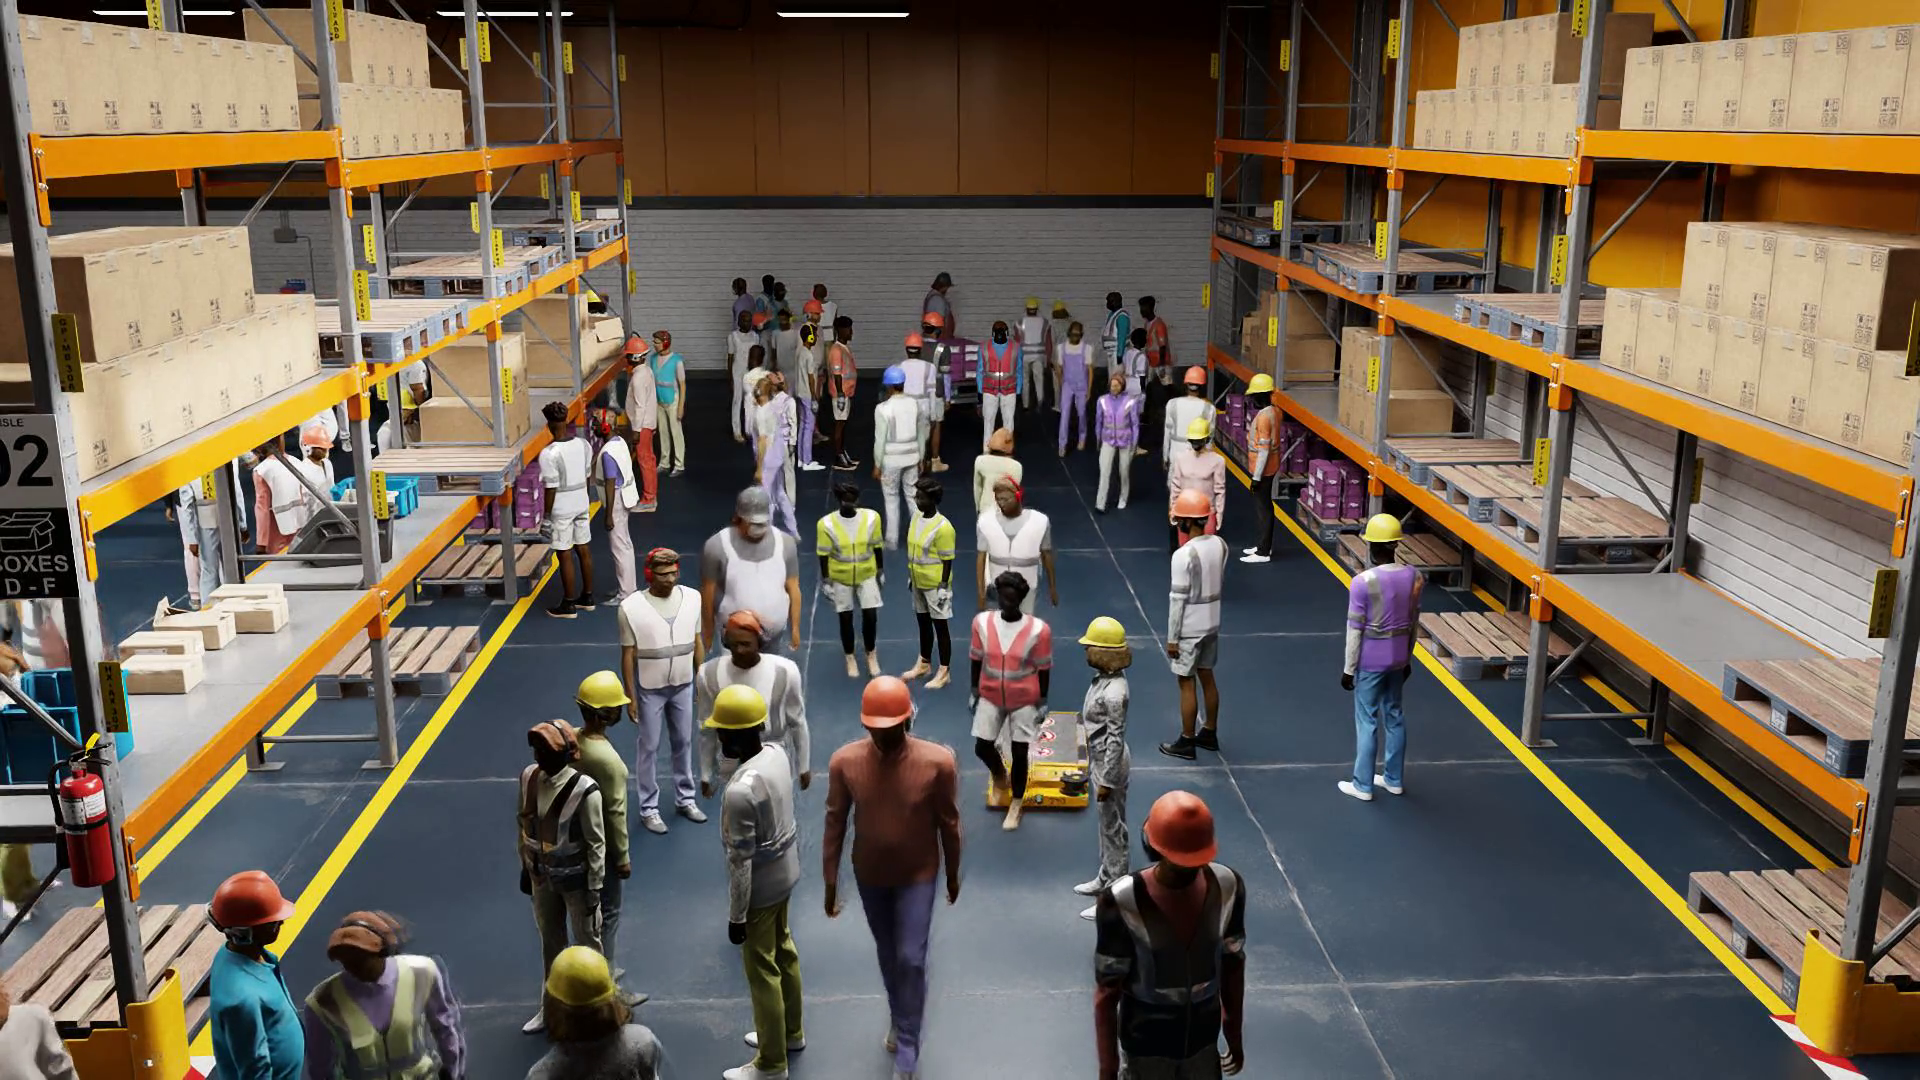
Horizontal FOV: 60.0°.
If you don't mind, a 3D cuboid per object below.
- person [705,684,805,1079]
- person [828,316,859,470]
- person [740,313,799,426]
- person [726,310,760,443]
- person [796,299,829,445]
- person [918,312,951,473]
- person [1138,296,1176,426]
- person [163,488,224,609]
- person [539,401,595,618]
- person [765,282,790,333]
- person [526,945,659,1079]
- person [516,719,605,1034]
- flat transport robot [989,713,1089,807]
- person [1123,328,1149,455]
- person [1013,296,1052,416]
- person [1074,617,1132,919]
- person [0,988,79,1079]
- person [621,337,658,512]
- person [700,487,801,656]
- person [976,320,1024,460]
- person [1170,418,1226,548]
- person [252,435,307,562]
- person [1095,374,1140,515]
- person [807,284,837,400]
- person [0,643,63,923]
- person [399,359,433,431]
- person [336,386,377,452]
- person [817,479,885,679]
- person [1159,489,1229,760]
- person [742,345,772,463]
[{"bbox_3d":[-0.959,1.589,7.738,0.409,1.918,0.584,3,15,11],"label":"person"},{"bbox_3d":[-1.494,-1.892,21.293,0.367,1.966,0.606,1,14,3],"label":"person"},{"bbox_3d":[-2.812,-2.447,24.081,0.976,1.661,0.574,2,14,9],"label":"person"},{"bbox_3d":[-2.974,-2.263,23.012,0.504,1.839,0.348,-10,17,-33],"label":"person"},{"bbox_3d":[-2.025,-2.321,22.921,0.391,1.995,0.613,6,16,23],"label":"person"},{"bbox_3d":[-0.350,-1.872,21.094,0.601,2.036,0.407,9,17,32],"label":"person"},{"bbox_3d":[2.876,-2.594,24.197,0.717,1.911,0.612,-6,15,-22],"label":"person"},{"bbox_3d":[-6.955,-0.361,15.231,0.622,1.989,0.399,-6,15,-21],"label":"person"},{"bbox_3d":[-3.542,-0.272,14.946,0.375,1.959,0.600,8,16,28],"label":"person"},{"bbox_3d":[-2.939,-3.265,26.950,0.368,1.836,0.531,10,18,35],"label":"person"},{"bbox_3d":[-1.249,2.195,5.715,0.502,1.732,0.334,-10,17,-34],"label":"person"},{"bbox_3d":[-1.925,1.645,8.059,0.514,1.641,0.309,7,16,27],"label":"person"},{"bbox_3d":[0.552,1.469,11.481,0.652,0.197,1.431,1,14,3],"label":"flat transport robot"},{"bbox_3d":[2.351,-1.989,22.228,0.317,1.691,0.534,-5,15,-19],"label":"person"},{"bbox_3d":[1.100,-2.756,25.032,0.604,1.802,0.759,-1,14,-5],"label":"person"},{"bbox_3d":[0.805,1.268,9.332,0.299,1.745,0.483,0,14,0],"label":"person"},{"bbox_3d":[-3.356,2.222,5.905,0.553,1.584,0.695,-13,19,-42],"label":"person"},{"bbox_3d":[-3.636,-1.316,18.975,0.376,1.995,0.612,-1,14,-2],"label":"person"},{"bbox_3d":[-1.450,0.532,11.632,0.686,2.000,1.060,-6,16,-24],"label":"person"},{"bbox_3d":[0.521,-1.957,21.800,0.626,1.844,0.429,0,14,1],"label":"person"},{"bbox_3d":[2.173,-0.254,15.284,0.530,1.759,0.341,8,16,27],"label":"person"},{"bbox_3d":[-5.806,-0.066,14.256,0.404,1.908,0.597,2,14,9],"label":"person"},{"bbox_3d":[1.768,-1.078,18.837,0.535,1.584,0.854,4,15,16],"label":"person"},{"bbox_3d":[-2.192,-3.144,26.448,0.562,1.847,0.390,-11,18,-36],"label":"person"},{"bbox_3d":[-5.318,1.332,9.377,0.320,1.599,0.561,-4,15,-15],"label":"person"},{"bbox_3d":[-6.588,-1.638,20.148,0.535,2.000,0.684,-12,19,-40],"label":"person"},{"bbox_3d":[-8.232,-2.132,22.391,0.403,1.895,0.647,10,17,35],"label":"person"},{"bbox_3d":[-0.860,0.315,13.216,0.551,1.664,0.461,-3,15,-11],"label":"person"},{"bbox_3d":[1.619,0.591,11.633,0.380,1.933,0.547,13,20,42],"label":"person"},{"bbox_3d":[-2.240,-1.286,19.121,0.505,1.874,0.675,5,15,20],"label":"person"}]
